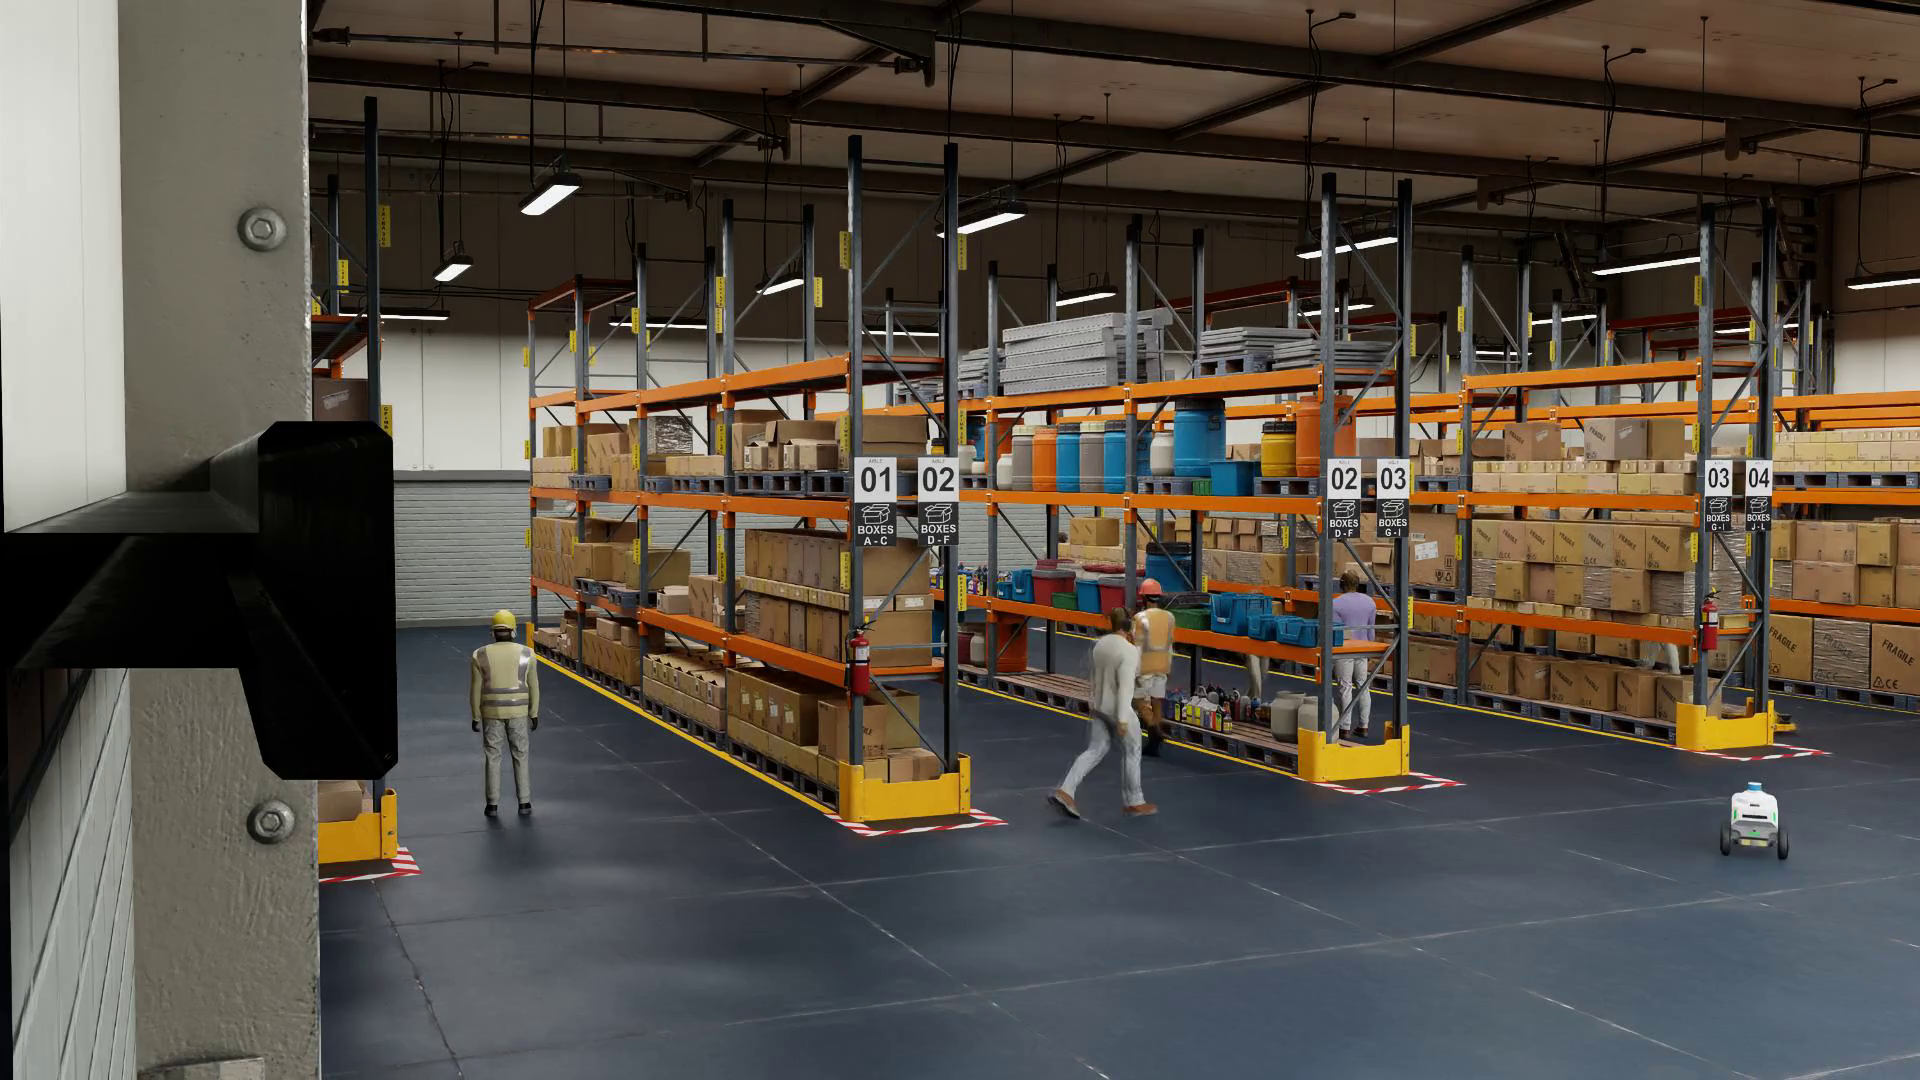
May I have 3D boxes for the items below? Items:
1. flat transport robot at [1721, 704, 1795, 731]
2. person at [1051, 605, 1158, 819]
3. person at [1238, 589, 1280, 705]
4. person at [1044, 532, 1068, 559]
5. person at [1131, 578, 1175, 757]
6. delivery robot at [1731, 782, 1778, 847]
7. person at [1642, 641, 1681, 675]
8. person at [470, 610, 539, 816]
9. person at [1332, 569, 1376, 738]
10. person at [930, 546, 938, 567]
[{"bbox_3d":[9.231,2.119,21.558,0.652,0.197,1.431,-1,2,-23],"label":"flat transport robot"},{"bbox_3d":[1.277,1.522,15.849,0.979,1.903,0.638,-1,2,-27],"label":"person"},{"bbox_3d":[3.685,1.408,22.348,0.519,1.611,0.762,-1,2,-21],"label":"person"},{"bbox_3d":[2.083,0.735,37.567,0.612,1.799,0.765,1,2,15],"label":"person"},{"bbox_3d":[2.081,1.372,19.281,0.552,1.922,0.474,-1,2,-26],"label":"person"},{"bbox_3d":[6.419,2.205,14.476,0.477,0.478,0.707,1,2,23],"label":"delivery robot"},{"bbox_3d":[9.467,1.358,24.155,0.474,1.576,0.936,-1,2,-15],"label":"person"},{"bbox_3d":[-4.078,1.541,16.053,0.599,1.827,0.403,-1,2,-16],"label":"person"},{"bbox_3d":[4.508,1.310,20.695,0.627,1.941,0.370,-1,2,-22],"label":"person"},{"bbox_3d":[-0.523,0.755,34.604,0.406,1.986,0.617,2,3,36],"label":"person"}]
